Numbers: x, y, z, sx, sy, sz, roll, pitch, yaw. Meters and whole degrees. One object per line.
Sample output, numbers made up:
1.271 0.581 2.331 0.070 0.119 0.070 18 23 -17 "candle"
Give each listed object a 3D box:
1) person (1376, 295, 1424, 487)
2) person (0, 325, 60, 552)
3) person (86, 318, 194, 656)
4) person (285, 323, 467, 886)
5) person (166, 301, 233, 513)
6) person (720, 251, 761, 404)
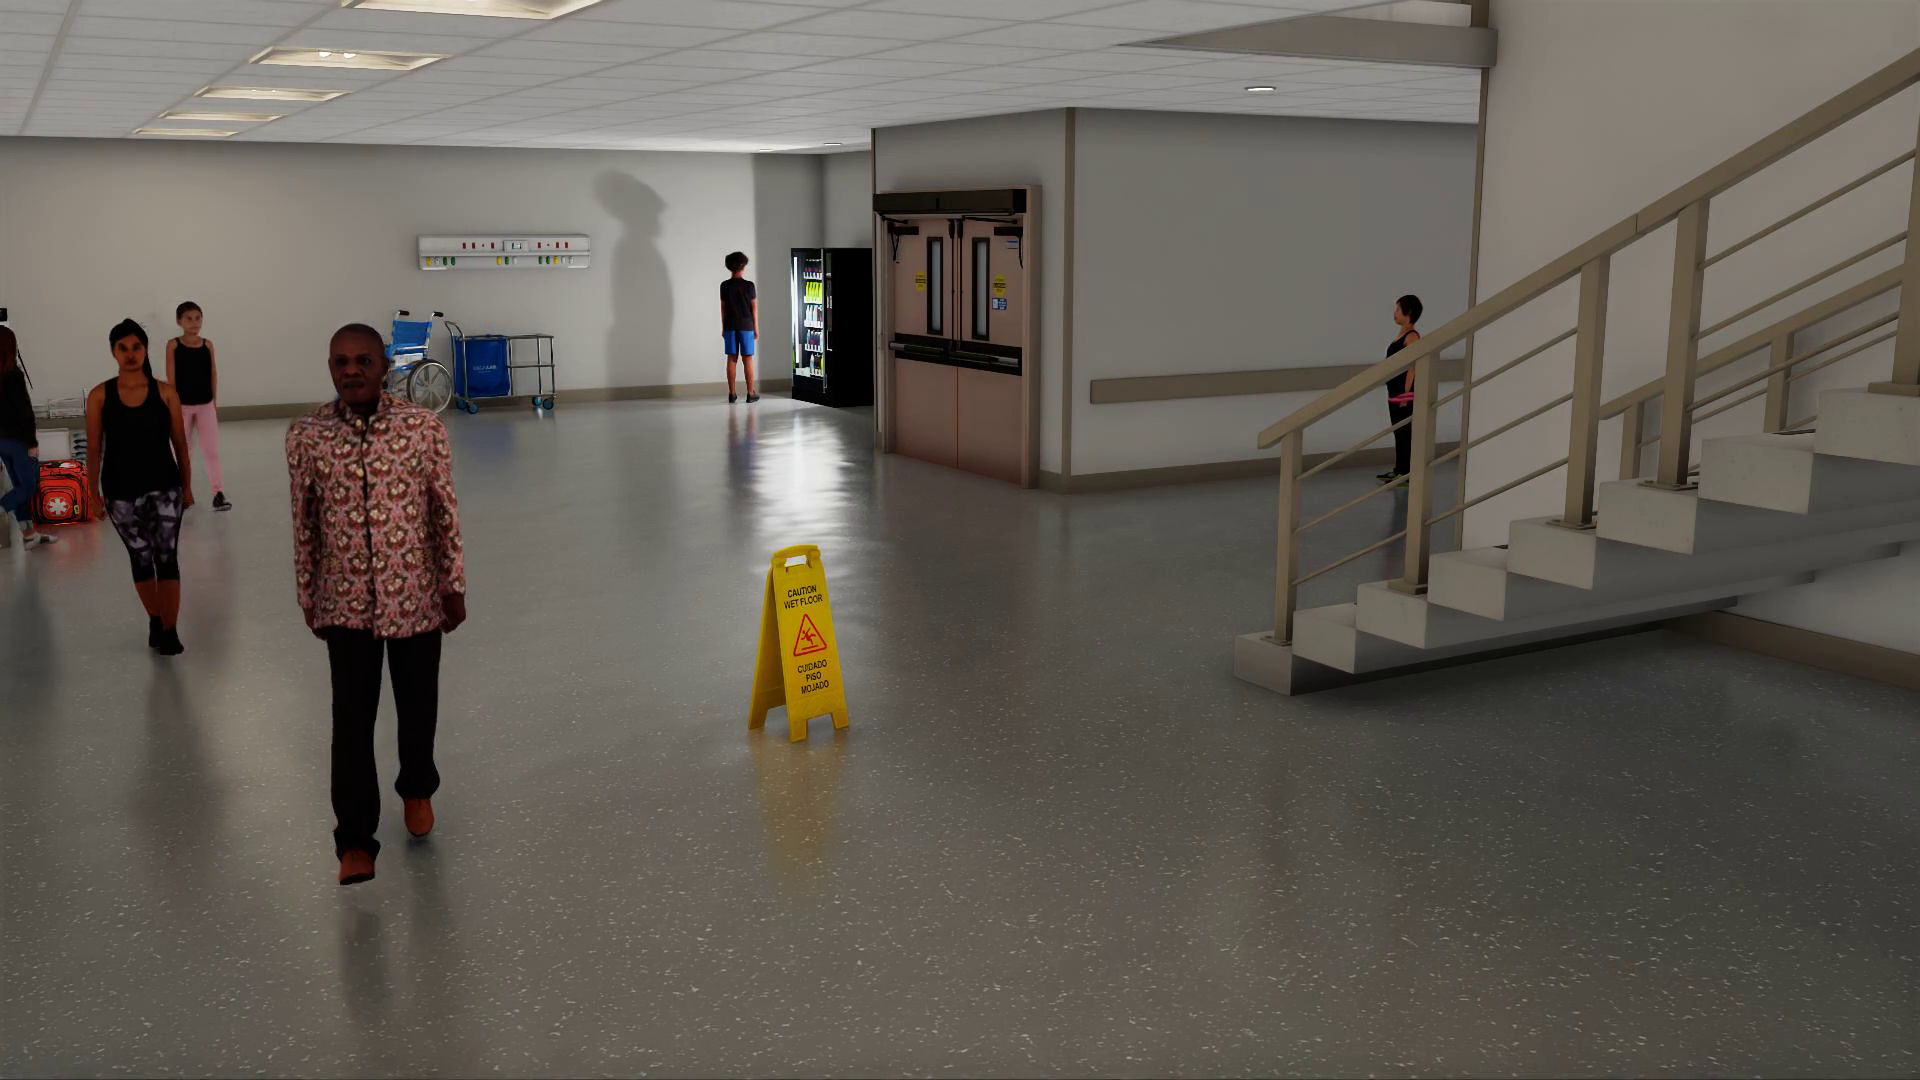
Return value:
3.633 -1.230 13.619 0.680 1.553 0.591 0 11 3 "person"
-6.164 -0.635 10.711 0.831 1.468 0.841 7 13 32 "person"
-4.054 -0.258 8.256 0.667 1.642 0.962 -5 12 -23 "person"
-1.906 0.197 5.537 0.829 1.762 1.229 -4 11 -19 "person"
-5.696 -0.965 12.281 0.582 1.529 1.046 -8 13 -36 "person"
-2.650 -2.557 19.950 0.706 1.799 0.744 1 11 4 "person"
